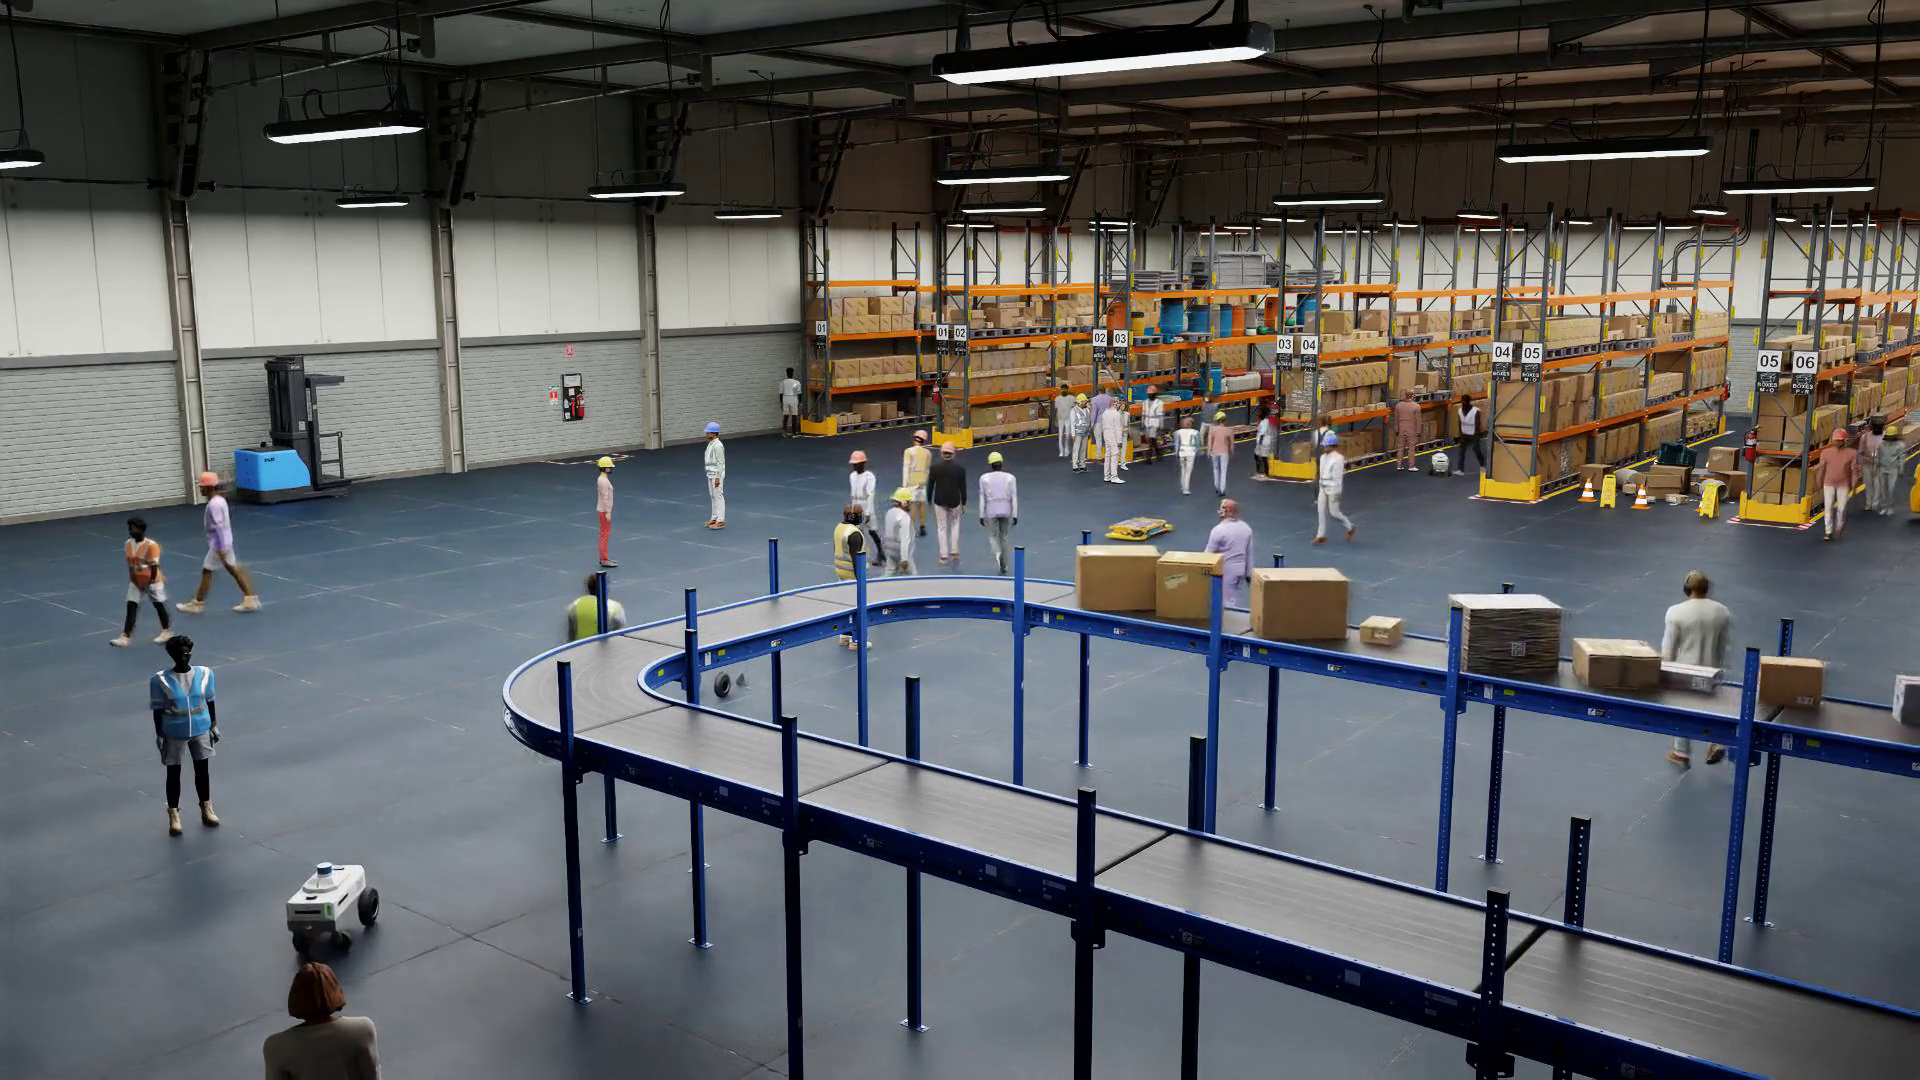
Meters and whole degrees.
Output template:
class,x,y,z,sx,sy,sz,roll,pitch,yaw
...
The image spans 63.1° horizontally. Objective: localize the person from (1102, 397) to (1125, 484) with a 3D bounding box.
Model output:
class,x,y,z,sx,sy,sz,roll,pitch,yaw
person,3.408,-2.214,34.557,0.408,1.906,0.652,-5,11,-25

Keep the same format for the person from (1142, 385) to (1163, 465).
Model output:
class,x,y,z,sx,sy,sz,roll,pitch,yaw
person,4.695,-2.810,37.901,0.556,1.919,0.812,9,13,40

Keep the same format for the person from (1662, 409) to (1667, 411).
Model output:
class,x,y,z,sx,sy,sz,roll,pitch,yaw
person,20.396,-4.097,45.522,0.925,1.783,0.602,-5,11,-26

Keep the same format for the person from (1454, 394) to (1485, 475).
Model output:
class,x,y,z,sx,sy,sz,roll,pitch,yaw
person,11.747,-2.433,35.905,0.808,1.882,0.631,-7,13,-36

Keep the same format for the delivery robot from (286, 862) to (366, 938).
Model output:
class,x,y,z,sx,sy,sz,roll,pitch,yaw
delivery robot,-4.568,2.572,11.282,0.477,0.478,0.707,0,10,-1

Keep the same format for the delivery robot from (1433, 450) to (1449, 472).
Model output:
class,x,y,z,sx,sy,sz,roll,pitch,yaw
delivery robot,11.071,-1.824,36.024,0.477,0.478,0.707,3,10,15

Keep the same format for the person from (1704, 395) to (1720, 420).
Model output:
class,x,y,z,sx,sy,sz,roll,pitch,yaw
person,21.767,-4.118,45.422,0.867,1.848,0.619,6,12,29

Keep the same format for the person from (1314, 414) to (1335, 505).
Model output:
class,x,y,z,sx,sy,sz,roll,pitch,yaw
person,7.395,-1.631,31.500,0.704,1.820,0.534,-8,13,-39

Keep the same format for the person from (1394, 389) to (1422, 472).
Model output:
class,x,y,z,sx,sy,sz,roll,pitch,yaw
person,10.466,-2.558,36.493,0.652,1.906,0.408,9,13,41

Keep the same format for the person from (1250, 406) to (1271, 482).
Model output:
class,x,y,z,sx,sy,sz,roll,pitch,yaw
person,6.637,-2.131,34.702,0.567,1.677,0.553,2,10,11

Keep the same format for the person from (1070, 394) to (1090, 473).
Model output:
class,x,y,z,sx,sy,sz,roll,pitch,yaw
person,2.807,-2.476,36.240,0.600,1.831,0.404,-10,14,-44

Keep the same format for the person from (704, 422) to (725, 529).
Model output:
class,x,y,z,sx,sy,sz,roll,pitch,yaw
person,-4.492,-1.188,28.659,0.379,1.950,0.608,-5,11,-25

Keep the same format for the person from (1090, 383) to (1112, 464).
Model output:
class,x,y,z,sx,sy,sz,roll,pitch,yaw
person,3.424,-2.833,37.972,0.627,1.935,0.371,-6,12,-32

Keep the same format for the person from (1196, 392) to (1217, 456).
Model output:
class,x,y,z,sx,sy,sz,roll,pitch,yaw
person,6.158,-2.892,39.191,0.759,1.600,0.515,-9,14,-43

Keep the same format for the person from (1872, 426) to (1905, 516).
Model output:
class,x,y,z,sx,sy,sz,roll,pitch,yaw
person,17.822,-1.328,30.068,0.574,1.719,0.522,-8,13,-39

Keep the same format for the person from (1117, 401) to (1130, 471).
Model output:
class,x,y,z,sx,sy,sz,roll,pitch,yaw
person,3.757,-2.443,36.608,0.512,1.637,0.307,-5,11,-26

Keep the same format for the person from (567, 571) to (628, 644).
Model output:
class,x,y,z,sx,sy,sz,roll,pitch,yaw
person,-3.554,1.211,15.517,0.645,1.823,0.479,5,11,25

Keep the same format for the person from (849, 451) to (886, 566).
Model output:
class,x,y,z,sx,sy,sz,roll,pitch,yaw
person,-1.532,-0.491,24.915,0.555,1.893,0.987,8,13,37

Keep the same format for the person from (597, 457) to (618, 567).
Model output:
class,x,y,z,sx,sy,sz,roll,pitch,yaw
person,-5.661,-0.460,25.084,0.314,1.767,0.534,-3,11,-17

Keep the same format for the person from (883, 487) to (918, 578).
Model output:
class,x,y,z,sx,sy,sz,roll,pitch,yaw
person,-0.743,0.164,21.503,0.912,1.781,0.623,-6,12,-30

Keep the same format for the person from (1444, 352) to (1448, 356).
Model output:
class,x,y,z,sx,sy,sz,roll,pitch,yaw
person,16.063,-5.267,51.775,0.674,1.891,0.466,-8,13,-38

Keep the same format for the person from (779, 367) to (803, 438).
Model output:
class,x,y,z,sx,sy,sz,roll,pitch,yaw
person,-4.707,-3.823,43.465,0.651,1.962,0.407,2,10,12

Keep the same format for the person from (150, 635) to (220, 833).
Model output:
class,x,y,z,sx,sy,sz,roll,pitch,yaw
person,-6.640,1.644,13.430,0.531,1.697,0.320,-9,13,-40

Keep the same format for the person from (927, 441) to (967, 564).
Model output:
class,x,y,z,sx,sy,sz,roll,pitch,yaw
person,-0.219,-0.623,25.413,0.650,1.971,0.630,0,10,-2

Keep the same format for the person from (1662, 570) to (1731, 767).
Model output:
class,x,y,z,sx,sy,sz,roll,pitch,yaw
person,7.066,1.257,15.004,0.633,1.920,0.533,-1,10,-8

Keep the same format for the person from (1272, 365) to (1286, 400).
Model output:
class,x,y,z,sx,sy,sz,roll,pitch,yaw
person,10.218,-4.977,50.079,0.398,1.915,0.569,-6,12,-32

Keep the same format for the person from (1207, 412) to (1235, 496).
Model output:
class,x,y,z,sx,sy,sz,roll,pitch,yaw
person,5.455,-1.809,32.710,0.564,1.736,0.674,3,10,15

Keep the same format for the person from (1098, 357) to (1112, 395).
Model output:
class,x,y,z,sx,sy,sz,roll,pitch,yaw
person,4.636,-5.020,50.541,0.510,1.846,0.657,7,12,33

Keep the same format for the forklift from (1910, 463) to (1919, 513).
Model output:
class,x,y,z,sx,sy,sz,roll,pitch,yaw
forklift,19.034,-1.348,28.998,2.313,2.155,1.214,8,13,37

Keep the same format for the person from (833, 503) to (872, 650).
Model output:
class,x,y,z,sx,sy,sz,roll,pitch,yaw
person,-1.358,0.448,19.779,0.430,1.839,0.619,-5,11,-25

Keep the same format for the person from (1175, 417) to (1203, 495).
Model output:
class,x,y,z,sx,sy,sz,roll,pitch,yaw
person,4.838,-1.774,32.922,0.536,1.614,0.722,7,12,35

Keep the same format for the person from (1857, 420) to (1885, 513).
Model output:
class,x,y,z,sx,sy,sz,roll,pitch,yaw
person,17.769,-1.430,30.445,0.665,1.794,0.925,8,13,40

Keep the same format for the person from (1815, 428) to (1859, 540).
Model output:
class,x,y,z,sx,sy,sz,roll,pitch,yaw
person,15.309,-0.969,27.353,0.644,1.973,0.463,8,13,36

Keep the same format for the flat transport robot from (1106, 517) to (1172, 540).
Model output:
class,x,y,z,sx,sy,sz,roll,pitch,yaw
flat transport robot,3.214,-0.211,28.006,0.652,0.197,1.431,6,12,31

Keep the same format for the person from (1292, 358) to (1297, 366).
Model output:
class,x,y,z,sx,sy,sz,roll,pitch,yaw
person,12.187,-6.413,57.972,0.610,1.985,0.393,-4,11,-21

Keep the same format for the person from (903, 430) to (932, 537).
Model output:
class,x,y,z,sx,sy,sz,roll,pitch,yaw
person,-0.839,-0.993,27.790,0.755,1.889,0.363,-8,13,-37

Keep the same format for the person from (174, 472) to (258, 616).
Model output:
class,x,y,z,sx,sy,sz,roll,pitch,yaw
person,-10.309,0.047,21.621,1.068,1.982,0.628,-3,10,-15

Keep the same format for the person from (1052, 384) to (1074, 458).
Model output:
class,x,y,z,sx,sy,sz,roll,pitch,yaw
person,2.580,-2.974,39.009,0.576,1.839,0.651,2,10,8

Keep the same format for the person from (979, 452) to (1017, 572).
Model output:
class,x,y,z,sx,sy,sz,roll,pitch,yaw
person,0.611,-0.423,24.494,0.612,1.899,0.662,-2,10,-12

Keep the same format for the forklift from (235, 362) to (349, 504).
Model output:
class,x,y,z,sx,sy,sz,roll,pitch,yaw
forklift,-13.803,-2.244,32.110,1.129,2.768,1.873,8,13,37

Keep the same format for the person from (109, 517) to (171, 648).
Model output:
class,x,y,z,sx,sy,sz,roll,pitch,yaw
person,-10.350,0.545,19.713,0.557,1.649,0.847,3,11,17

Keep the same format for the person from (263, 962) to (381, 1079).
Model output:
class,x,y,z,sx,sy,sz,roll,pitch,yaw
person,-2.968,2.757,7.344,0.500,1.636,0.286,-5,11,-26

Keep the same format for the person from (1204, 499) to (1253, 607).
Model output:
class,x,y,z,sx,sy,sz,roll,pitch,yaw
person,3.313,0.414,19.850,0.657,1.873,0.865,-8,13,-39

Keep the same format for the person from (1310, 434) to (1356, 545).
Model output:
class,x,y,z,sx,sy,sz,roll,pitch,yaw
person,6.452,-0.876,26.974,0.731,1.931,0.609,-4,11,-24
